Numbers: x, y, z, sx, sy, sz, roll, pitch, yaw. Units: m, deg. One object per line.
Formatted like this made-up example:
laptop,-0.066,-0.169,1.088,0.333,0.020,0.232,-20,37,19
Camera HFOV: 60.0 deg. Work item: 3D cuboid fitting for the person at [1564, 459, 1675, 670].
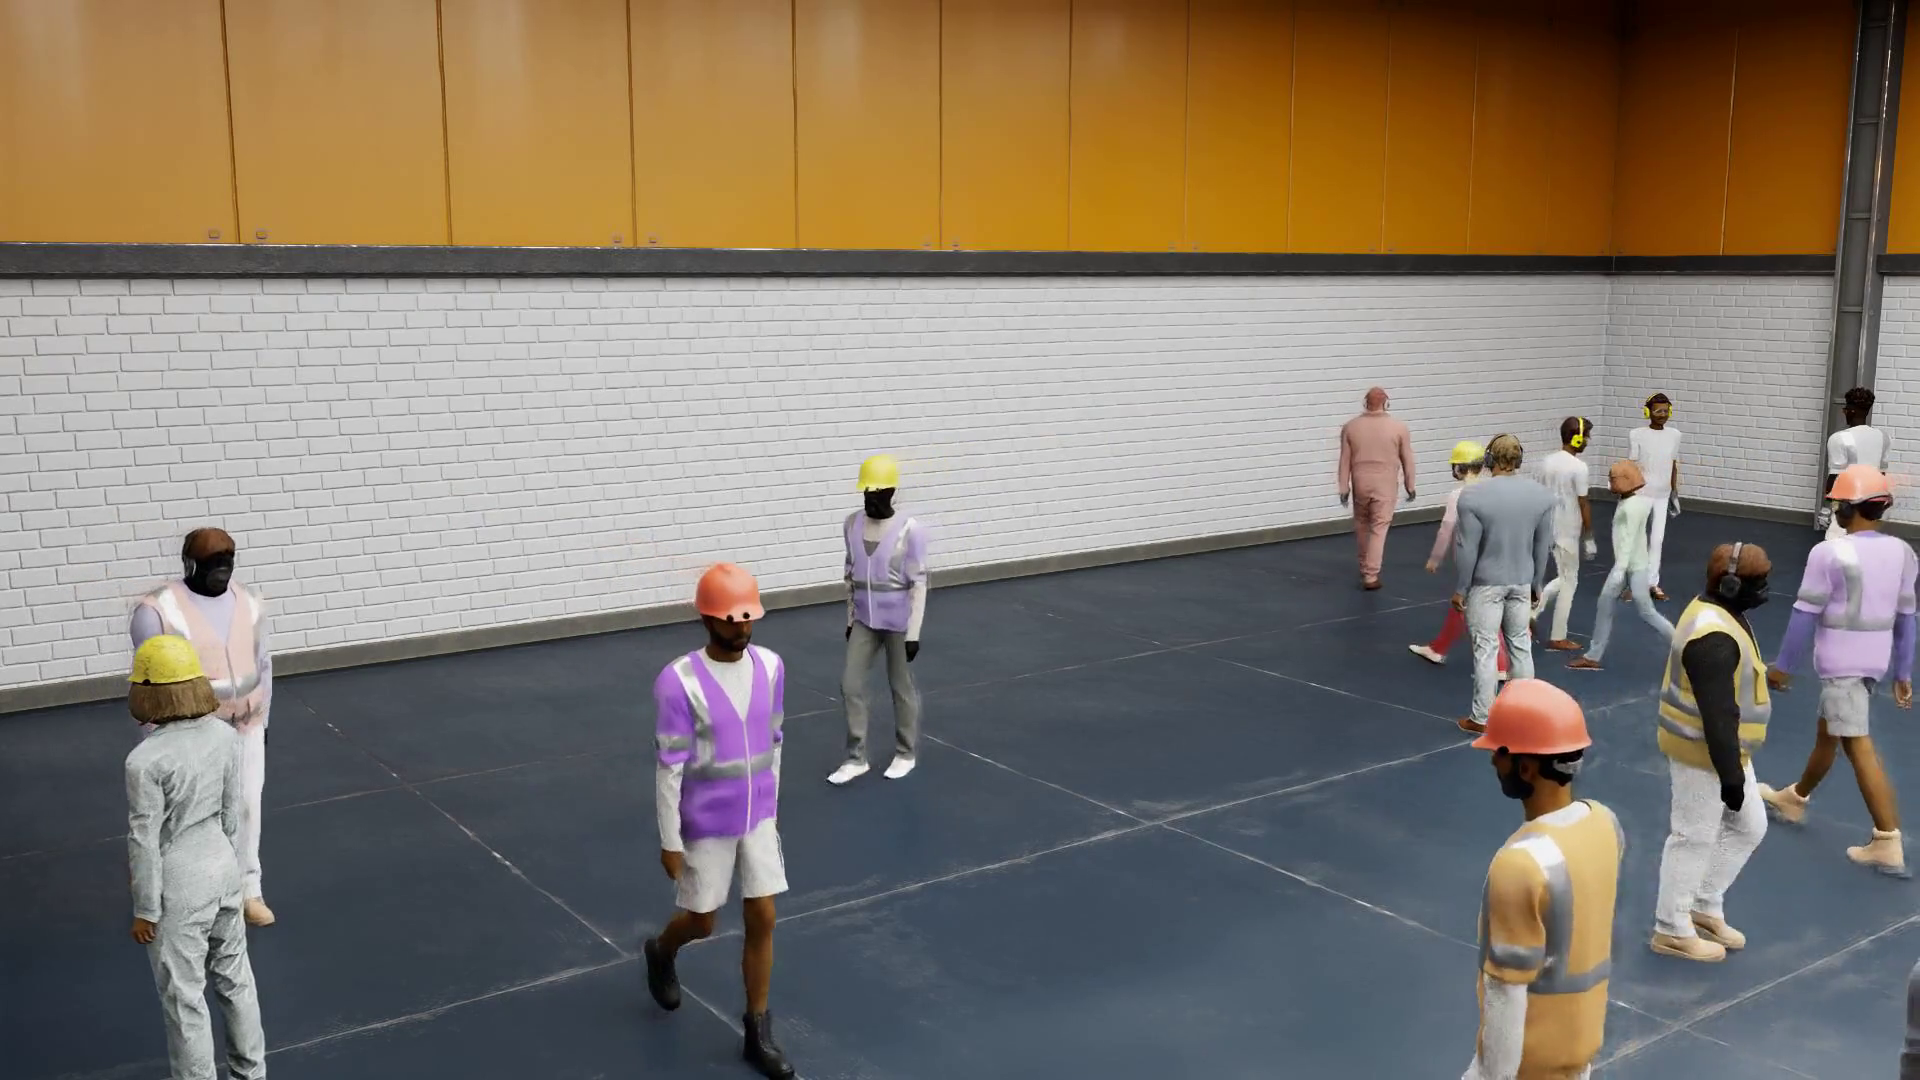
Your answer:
person,4.948,0.201,12.130,0.863,1.587,0.507,2,9,13

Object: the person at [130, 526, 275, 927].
person,-3.411,0.831,7.524,0.609,1.823,0.637,7,12,38

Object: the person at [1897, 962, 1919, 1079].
person,2.518,1.531,3.981,0.514,1.571,0.946,6,11,34

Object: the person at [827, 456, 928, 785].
person,-0.491,0.473,9.505,0.614,1.898,0.766,6,11,32

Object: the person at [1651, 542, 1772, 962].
person,3.224,0.909,7.032,0.518,1.825,0.659,5,10,28

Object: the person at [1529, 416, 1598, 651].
person,4.655,-0.037,12.840,0.441,1.843,0.516,-2,9,-14

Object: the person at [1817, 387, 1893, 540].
person,7.606,-0.321,14.190,0.607,1.966,0.367,-3,10,-17

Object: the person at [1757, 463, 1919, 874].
person,4.462,0.609,8.417,0.616,1.988,1.065,-4,10,-22

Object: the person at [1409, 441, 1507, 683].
person,3.646,0.148,12.059,0.518,1.718,0.882,-9,13,-44

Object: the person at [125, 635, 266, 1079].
person,-2.637,1.177,5.675,0.329,1.734,0.479,2,9,13

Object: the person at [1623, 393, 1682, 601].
person,6.185,-0.380,14.860,0.532,1.869,0.311,-1,9,-7

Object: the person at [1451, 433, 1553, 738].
person,3.402,0.291,10.504,0.628,1.939,0.374,-2,9,-11

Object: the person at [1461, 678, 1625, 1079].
person,1.566,1.309,4.341,0.549,1.911,0.773,-9,13,-43

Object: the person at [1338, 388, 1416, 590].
person,3.925,-0.494,15.610,0.664,1.857,0.994,5,11,30

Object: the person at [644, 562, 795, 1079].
person,-0.926,1.001,6.235,0.551,1.913,0.811,-8,12,-40
